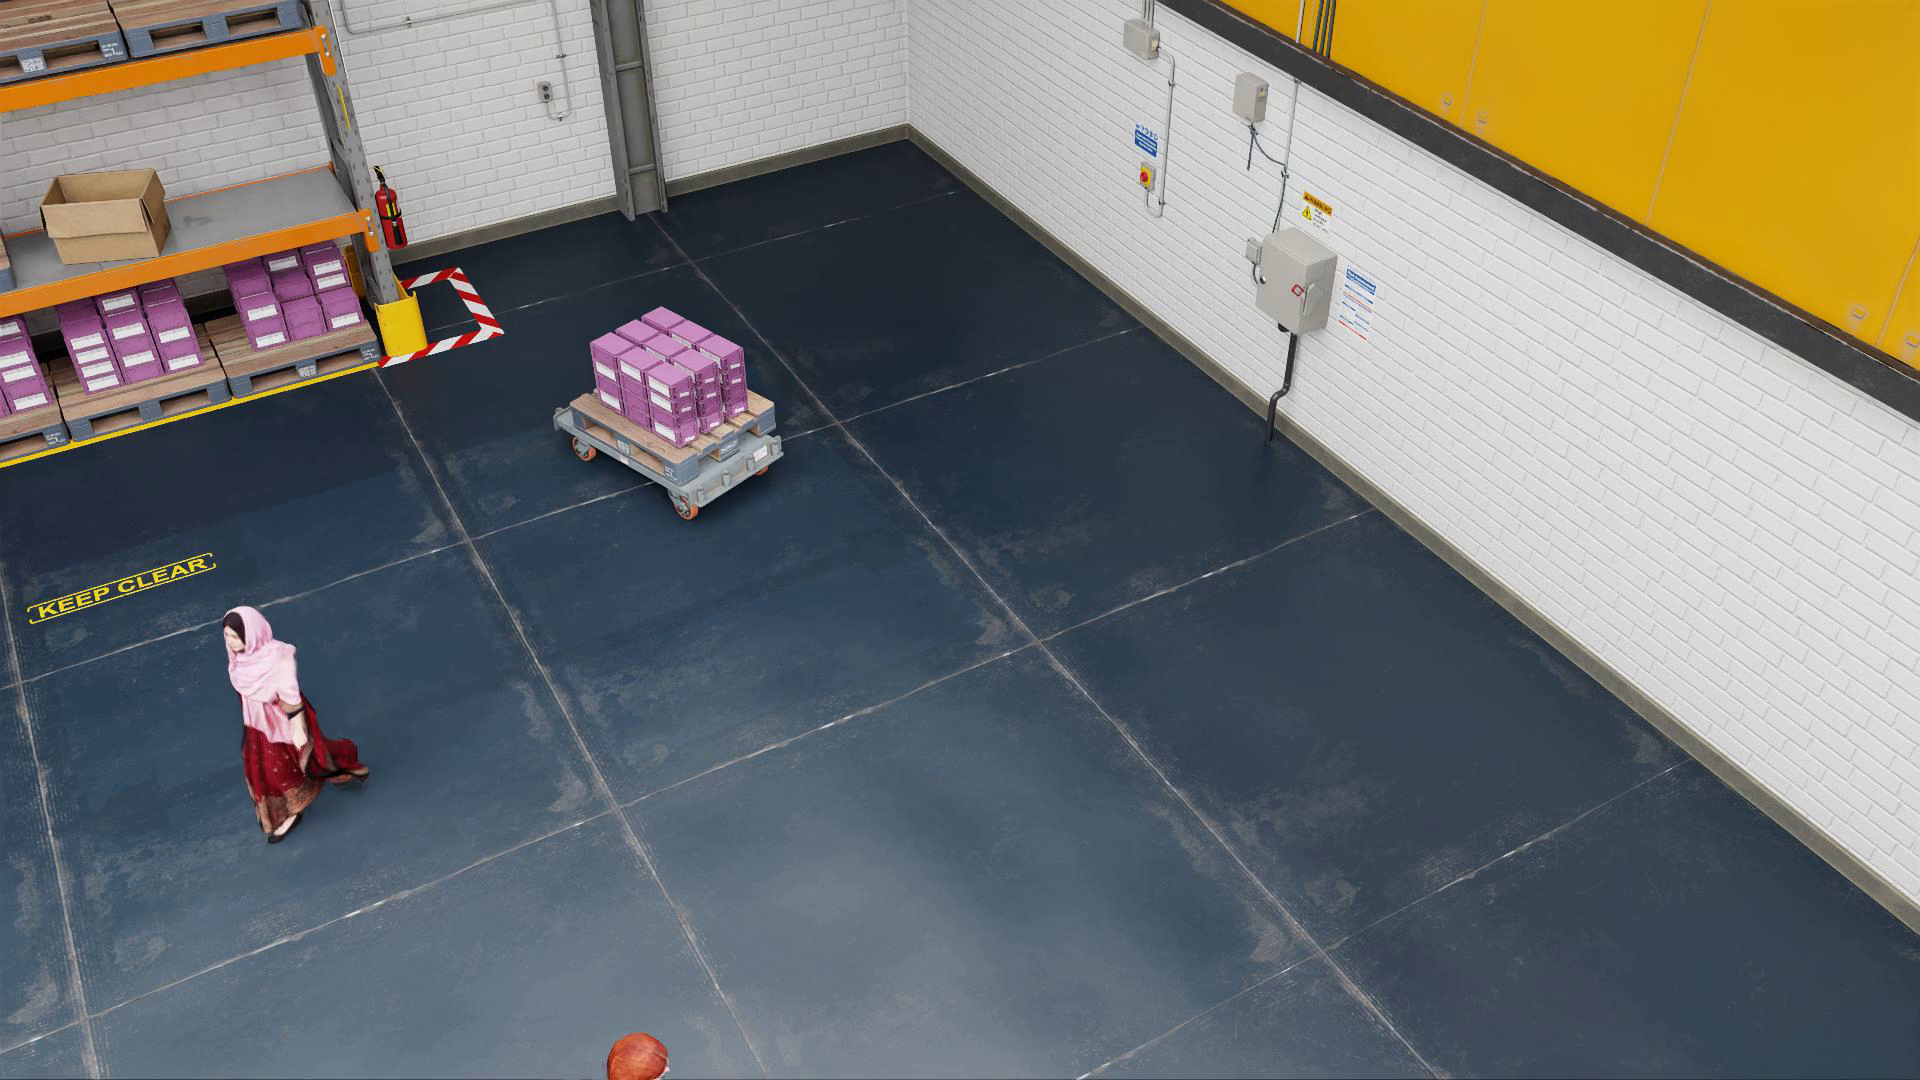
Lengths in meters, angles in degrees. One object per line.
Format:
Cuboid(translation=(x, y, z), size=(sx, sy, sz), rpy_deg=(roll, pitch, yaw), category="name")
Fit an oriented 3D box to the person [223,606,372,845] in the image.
Cuboid(translation=(-3.851, 0.981, 9.561), size=(0.957, 1.612, 1.064), rpy_deg=(14, 41, 17), category="person")
